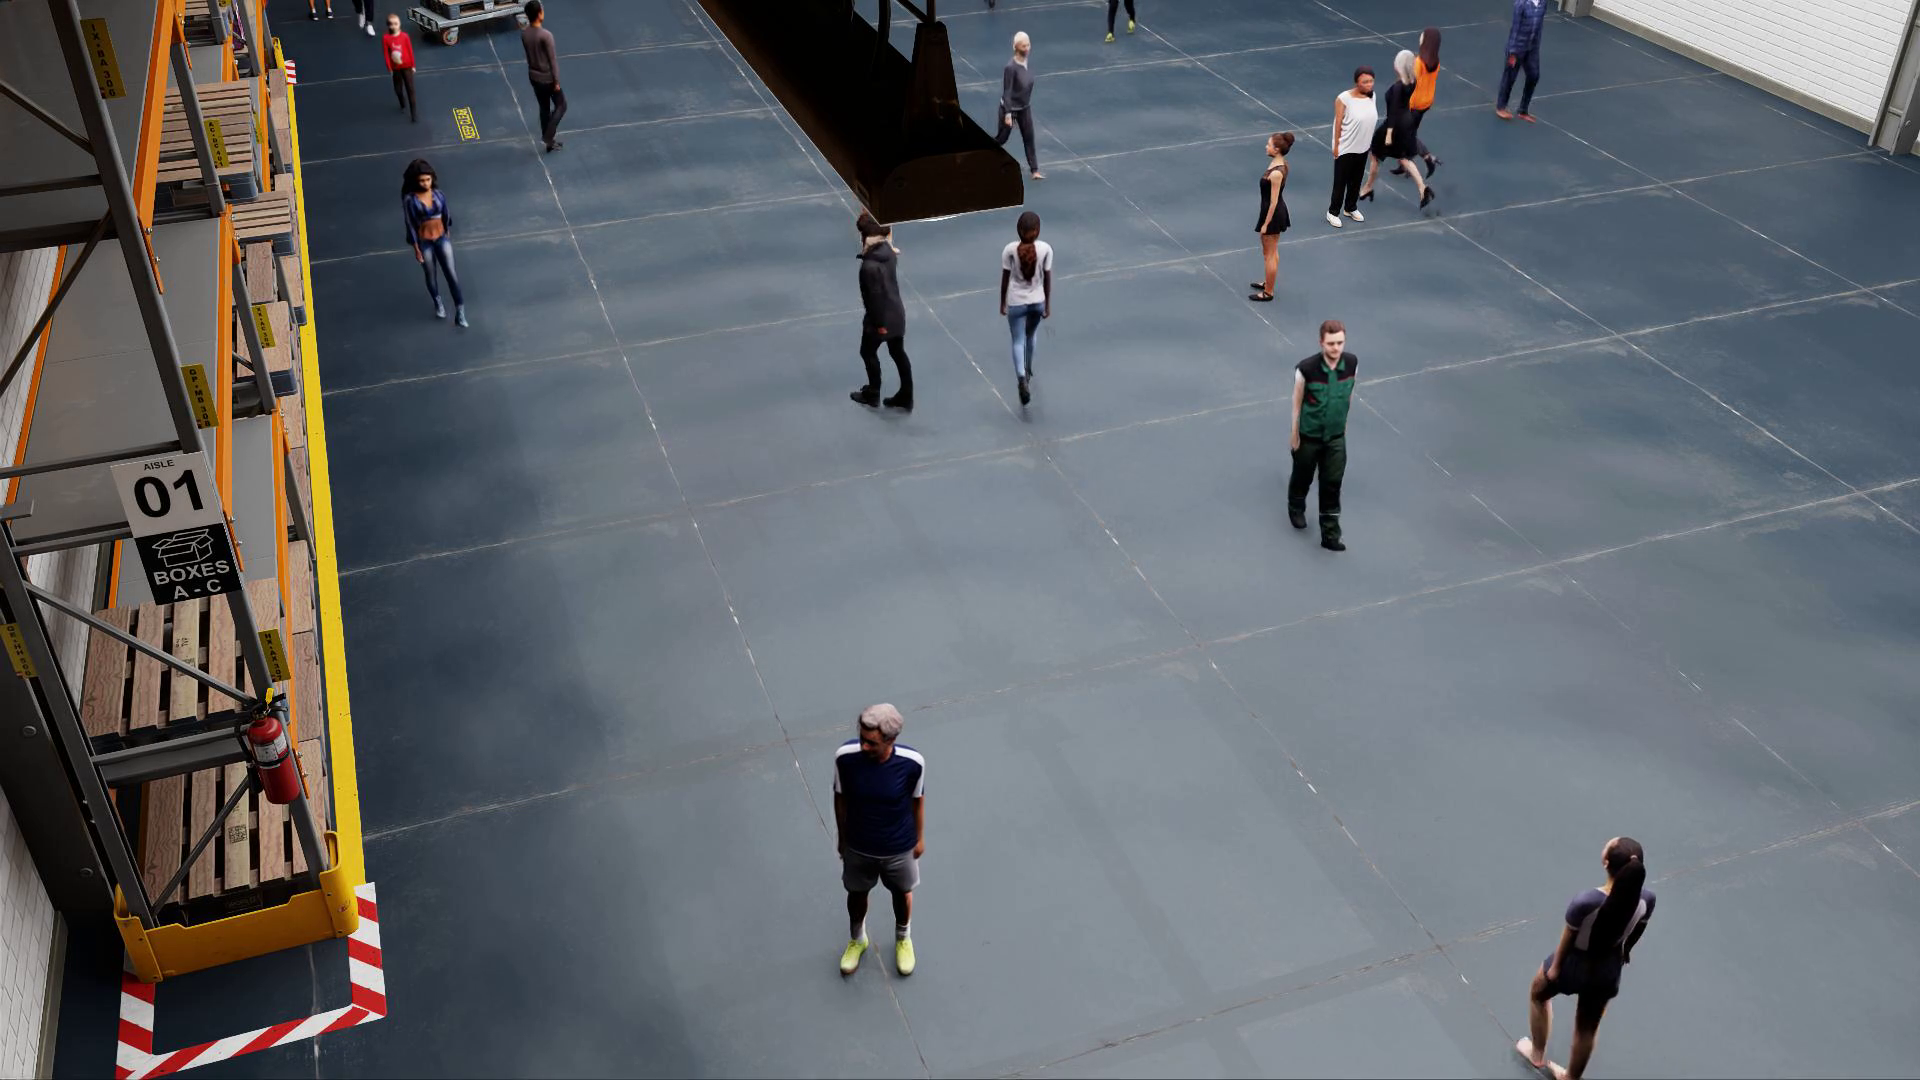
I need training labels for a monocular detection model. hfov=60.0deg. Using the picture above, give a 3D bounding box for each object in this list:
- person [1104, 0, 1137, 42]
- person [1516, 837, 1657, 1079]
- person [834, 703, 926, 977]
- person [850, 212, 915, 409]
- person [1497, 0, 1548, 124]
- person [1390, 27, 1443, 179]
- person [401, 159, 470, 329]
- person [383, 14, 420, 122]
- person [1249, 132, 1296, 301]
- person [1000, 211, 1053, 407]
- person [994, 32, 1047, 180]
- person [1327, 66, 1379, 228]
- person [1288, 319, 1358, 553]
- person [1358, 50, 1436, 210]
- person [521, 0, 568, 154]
[{"bbox_3d":[2.293,-7.764,23.180,0.961,1.520,1.050,12,36,18],"label":"person"},{"bbox_3d":[3.111,2.155,8.151,0.689,1.637,0.699,-2,34,-4],"label":"person"},{"bbox_3d":[-0.425,1.570,8.852,0.711,1.835,0.694,2,34,3],"label":"person"},{"bbox_3d":[-0.582,-1.881,14.133,0.942,1.736,0.878,11,35,16],"label":"person"},{"bbox_3d":[6.827,-6.051,20.353,0.724,1.795,0.835,-13,36,-19],"label":"person"},{"bbox_3d":[5.174,-4.833,18.577,0.986,1.733,0.852,27,42,34],"label":"person"},{"bbox_3d":[-4.995,-2.802,15.647,0.713,1.594,0.923,-17,37,-24],"label":"person"},{"bbox_3d":[-6.898,-5.849,20.525,0.495,1.268,0.773,-11,35,-16],"label":"person"},{"bbox_3d":[3.017,-3.135,16.076,0.739,1.675,0.656,8,34,12],"label":"person"},{"bbox_3d":[0.576,-1.981,14.320,0.757,1.695,1.105,-4,34,-5],"label":"person"},{"bbox_3d":[0.559,-4.882,18.708,1.217,1.668,1.033,22,39,29],"label":"person"},{"bbox_3d":[4.188,-4.199,17.665,0.683,1.687,0.644,-16,37,-23],"label":"person"},{"bbox_3d":[2.679,-0.854,12.521,0.776,1.809,1.062,-6,34,-8],"label":"person"},{"bbox_3d":[4.781,-4.362,17.892,1.220,1.706,1.025,22,39,29],"label":"person"},{"bbox_3d":[-4.909,-5.347,19.326,0.787,1.760,0.855,9,35,13],"label":"person"}]
